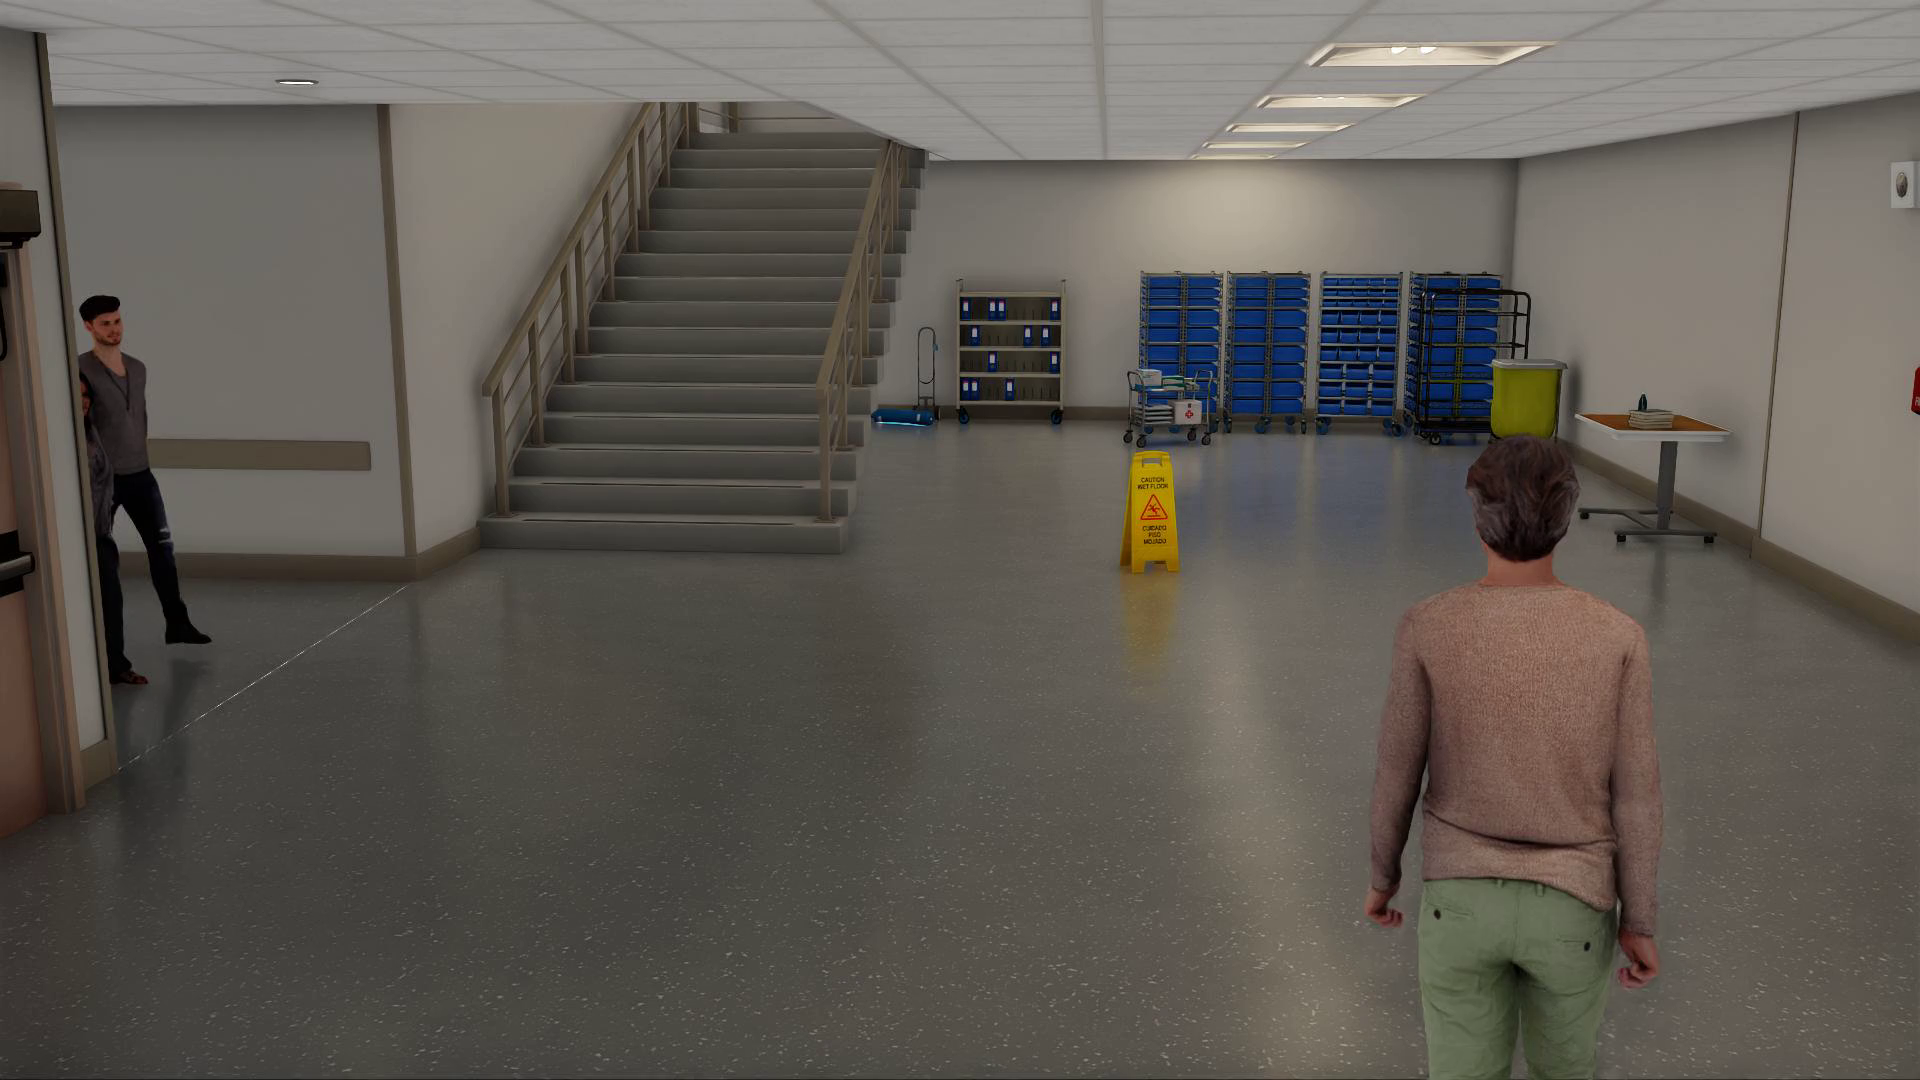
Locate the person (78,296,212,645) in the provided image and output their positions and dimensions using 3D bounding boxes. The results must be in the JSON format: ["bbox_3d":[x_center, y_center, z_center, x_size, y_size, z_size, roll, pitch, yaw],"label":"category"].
[{"bbox_3d":[-4.569,-0.325,8.840,1.020,1.858,1.262,5,12,24],"label":"person"}]

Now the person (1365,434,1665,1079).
[{"bbox_3d":[1.053,0.764,3.139,0.787,1.843,1.091,2,11,13],"label":"person"}]
